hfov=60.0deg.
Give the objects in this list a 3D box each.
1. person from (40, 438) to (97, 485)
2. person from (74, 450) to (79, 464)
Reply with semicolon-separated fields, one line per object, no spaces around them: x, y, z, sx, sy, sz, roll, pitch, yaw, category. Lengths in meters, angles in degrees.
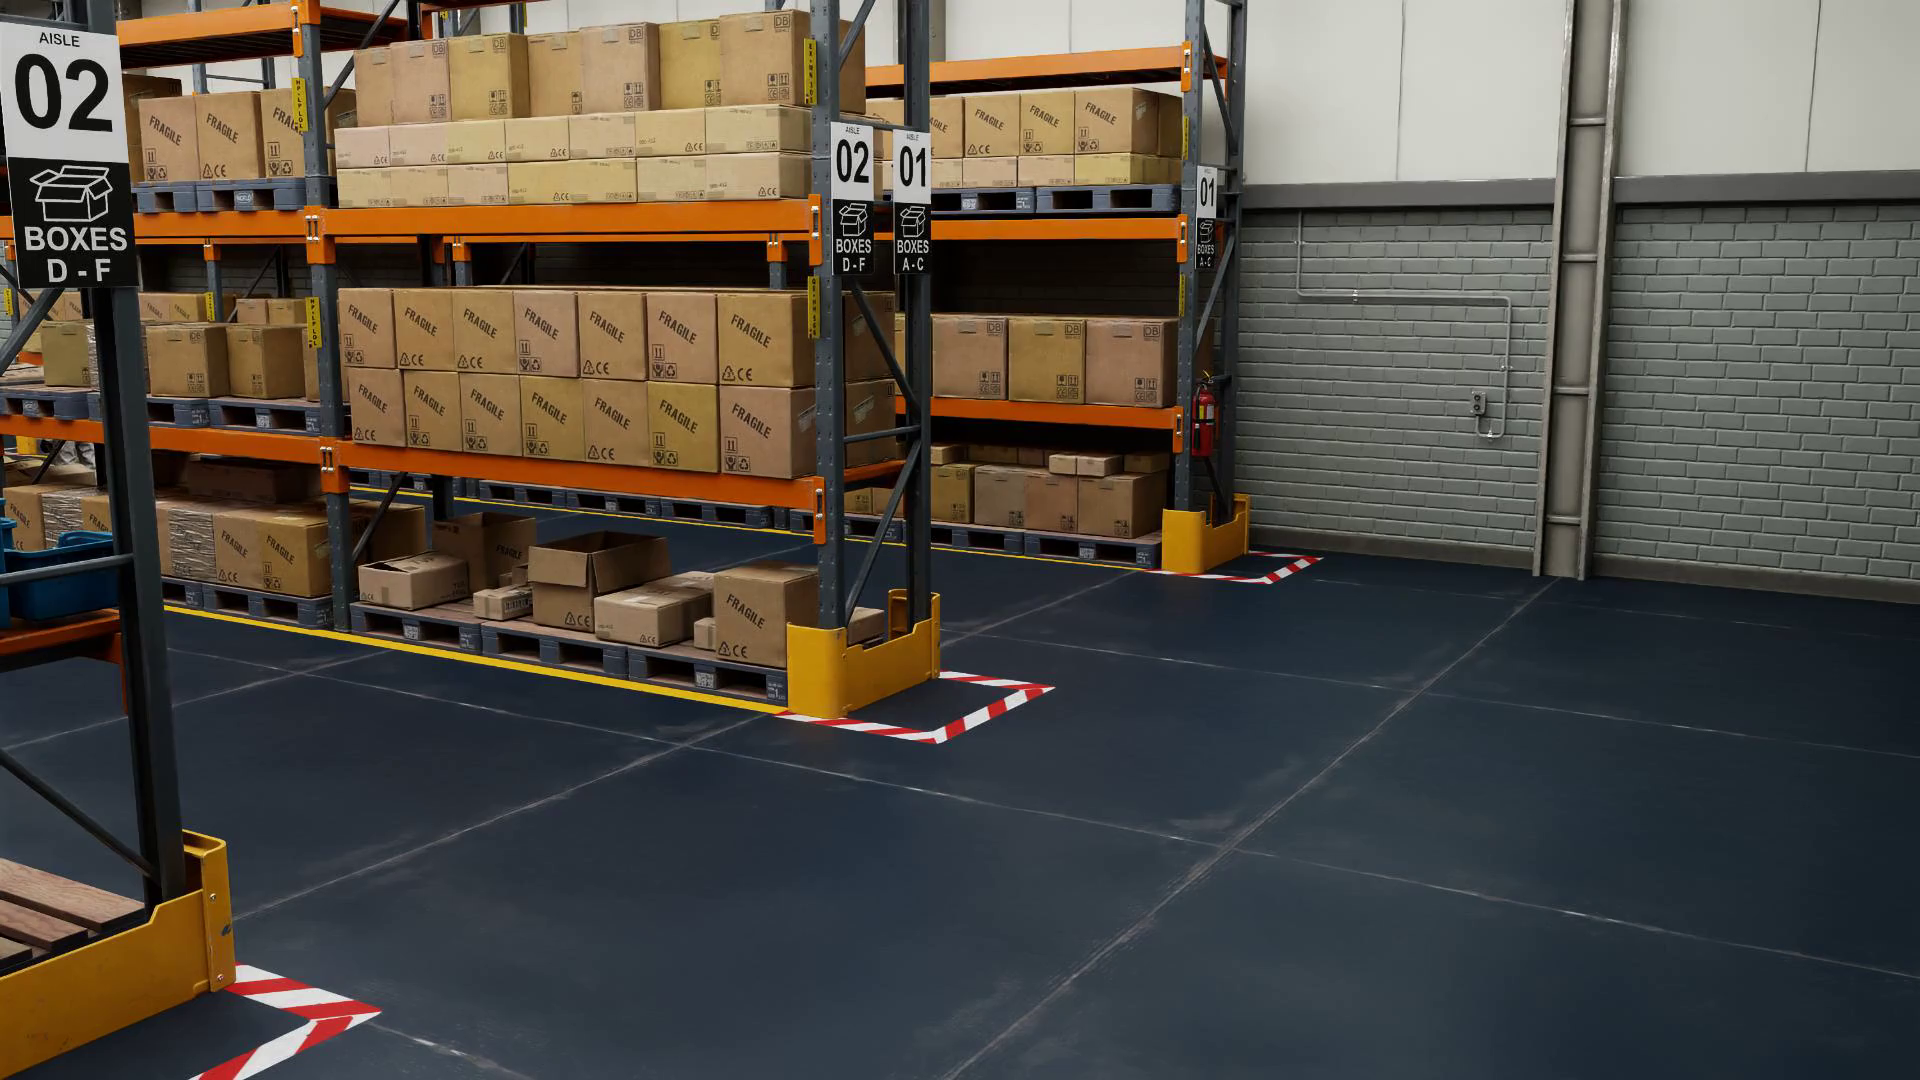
-8.078;-0.979;15.128;0.347;1.882;0.584;6;11;30;person
-10.139;-1.525;19.097;0.283;1.626;0.497;0;10;1;person
